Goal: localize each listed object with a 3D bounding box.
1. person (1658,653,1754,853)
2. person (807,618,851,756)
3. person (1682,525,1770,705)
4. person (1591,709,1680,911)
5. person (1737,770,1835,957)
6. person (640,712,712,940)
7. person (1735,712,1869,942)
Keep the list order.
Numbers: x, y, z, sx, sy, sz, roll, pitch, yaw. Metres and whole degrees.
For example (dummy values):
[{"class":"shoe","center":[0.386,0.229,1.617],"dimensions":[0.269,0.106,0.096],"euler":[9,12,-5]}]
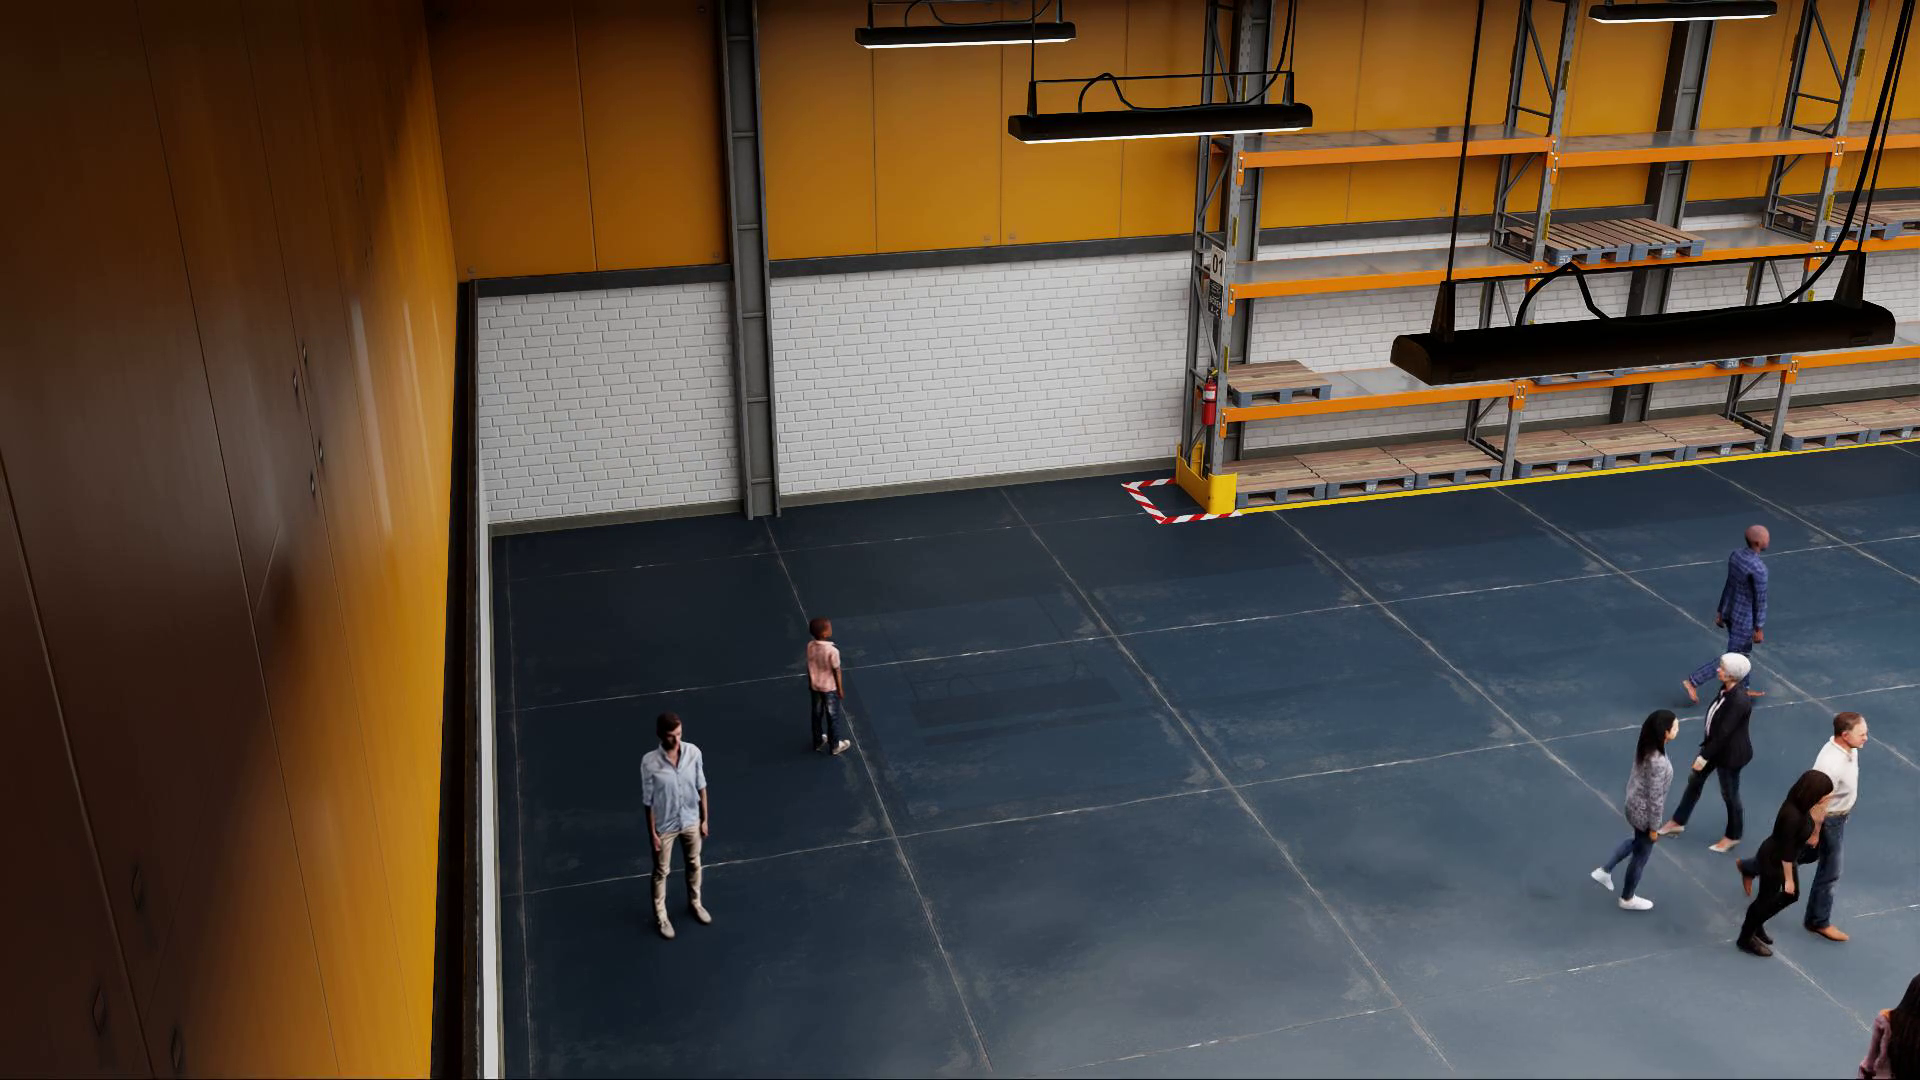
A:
[{"class":"person","center":[6.207,1.741,13.263],"dimensions":[1.020,1.765,0.947],"euler":[4,24,10]},{"class":"person","center":[-1.212,1.290,14.774],"dimensions":[0.581,1.307,0.642],"euler":[13,27,27]},{"class":"person","center":[7.194,0.727,15.456],"dimensions":[1.161,1.792,0.807],"euler":[-2,24,-4]},{"class":"person","center":[5.074,2.033,12.553],"dimensions":[0.799,1.725,0.743],"euler":[1,24,3]},{"class":"person","center":[5.845,2.310,12.057],"dimensions":[0.795,1.614,0.726],"euler":[14,27,29]},{"class":"person","center":[-2.109,2.074,12.311],"dimensions":[0.585,1.844,0.756],"euler":[-13,27,-27]},{"class":"person","center":[6.332,2.049,12.386],"dimensions":[1.142,1.829,1.159],"euler":[18,29,36]}]
